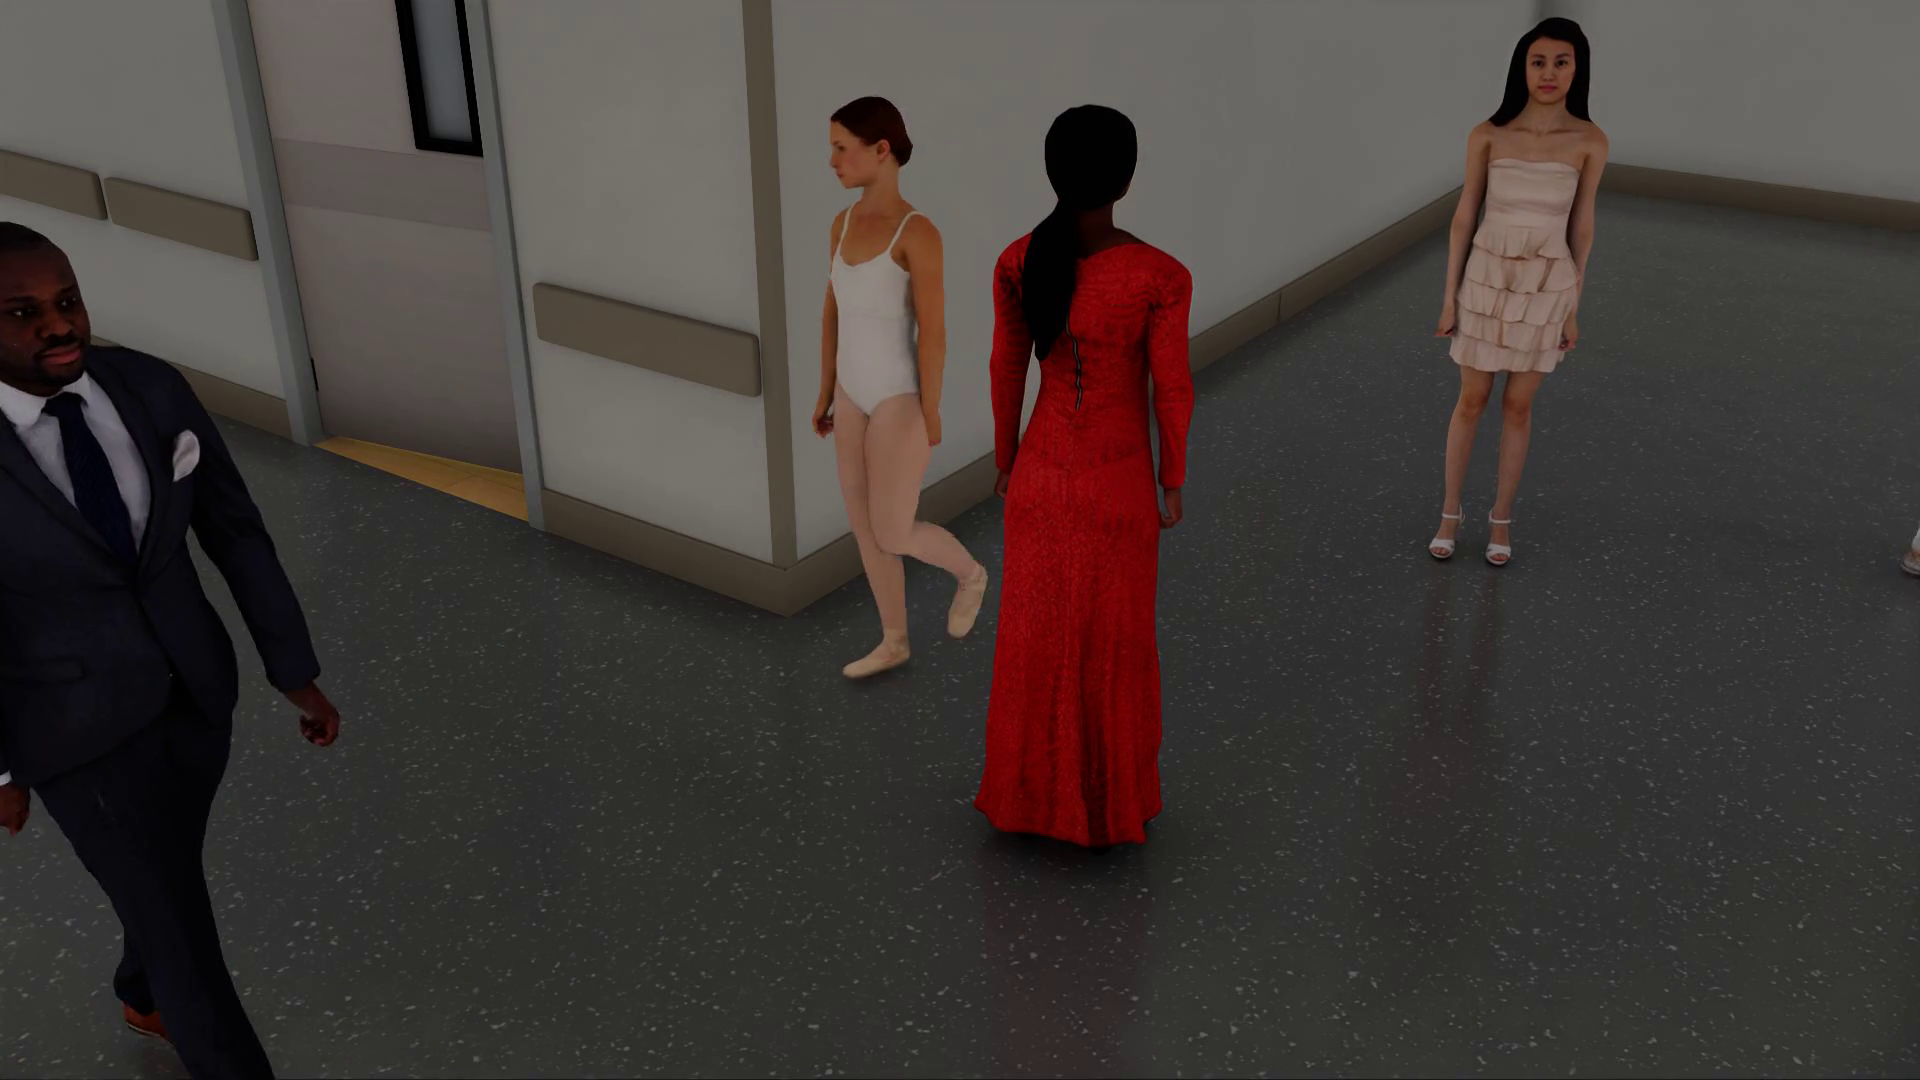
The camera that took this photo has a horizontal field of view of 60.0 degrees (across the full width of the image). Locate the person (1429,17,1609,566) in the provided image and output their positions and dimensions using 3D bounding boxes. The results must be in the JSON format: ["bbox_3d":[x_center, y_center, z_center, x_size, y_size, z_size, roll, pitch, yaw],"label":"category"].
[{"bbox_3d":[1.732,-0.739,5.203,0.636,1.735,0.620,8,27,17],"label":"person"}]

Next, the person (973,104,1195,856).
[{"bbox_3d":[0.269,-0.087,3.795,0.679,1.783,0.677,10,28,20],"label":"person"}]

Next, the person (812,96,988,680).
[{"bbox_3d":[-0.146,-0.394,4.611,0.625,1.627,0.747,23,34,39],"label":"person"}]

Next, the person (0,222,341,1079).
[{"bbox_3d":[-1.527,0.313,2.968,0.800,1.781,1.129,15,30,28],"label":"person"}]
